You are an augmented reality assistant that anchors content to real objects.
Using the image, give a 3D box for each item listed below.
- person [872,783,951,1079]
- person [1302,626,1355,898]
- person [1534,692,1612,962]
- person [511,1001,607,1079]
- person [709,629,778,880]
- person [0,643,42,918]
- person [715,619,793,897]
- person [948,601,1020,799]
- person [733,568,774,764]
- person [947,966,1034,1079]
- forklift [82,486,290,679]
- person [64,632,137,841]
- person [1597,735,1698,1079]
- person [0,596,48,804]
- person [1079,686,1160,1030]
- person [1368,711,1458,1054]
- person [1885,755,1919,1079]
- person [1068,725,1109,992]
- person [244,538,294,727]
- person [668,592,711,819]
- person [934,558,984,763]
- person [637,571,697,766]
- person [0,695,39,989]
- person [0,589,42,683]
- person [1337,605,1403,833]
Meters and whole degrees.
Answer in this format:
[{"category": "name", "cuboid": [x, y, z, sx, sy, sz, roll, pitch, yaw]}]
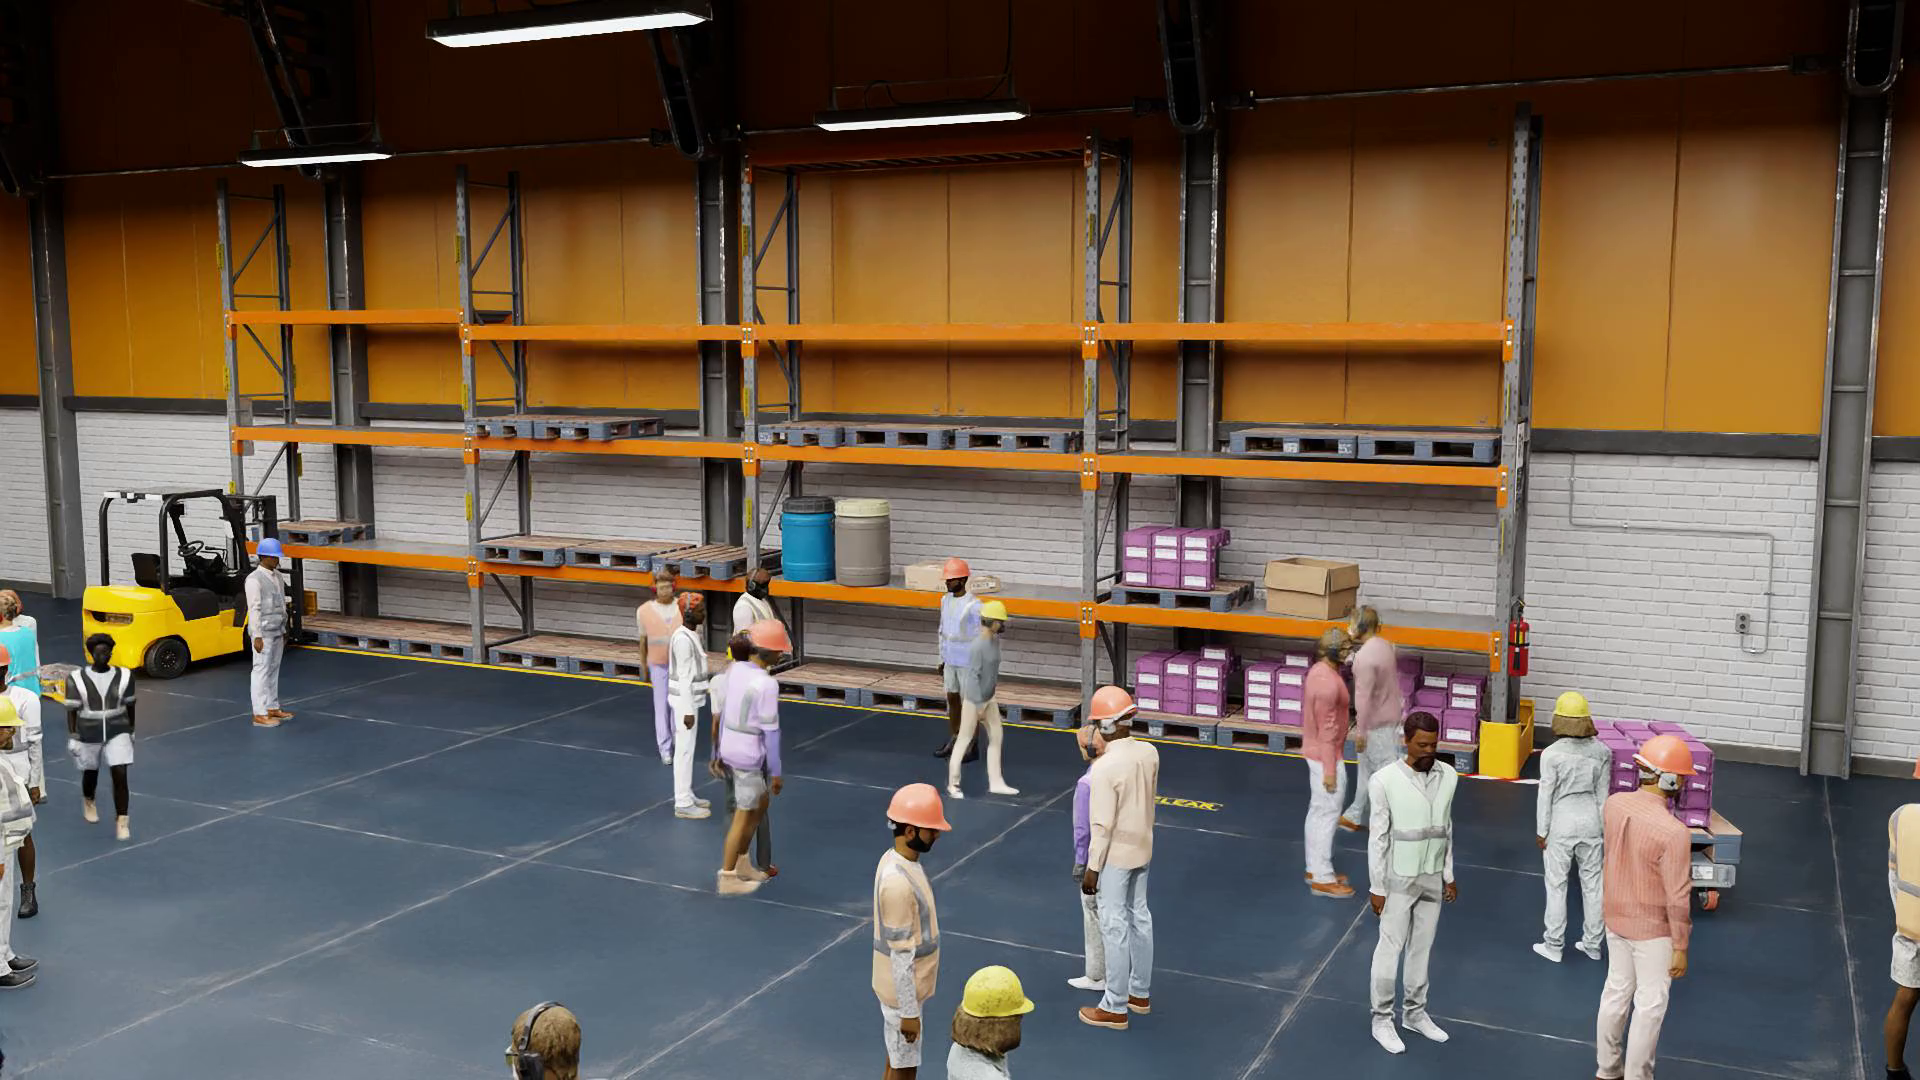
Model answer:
[{"category": "person", "cuboid": [-0.226, 2.085, 7.778, 0.370, 1.932, 0.543, 0, 7, -2]}, {"category": "person", "cuboid": [2.645, 1.576, 11.960, 0.368, 1.937, 0.640, 1, 7, 8]}, {"category": "person", "cuboid": [3.915, 1.834, 10.679, 0.486, 1.737, 0.318, -1, 7, -8]}, {"category": "person", "cuboid": [-1.252, 2.398, 5.237, 0.386, 1.927, 0.636, 2, 7, 20]}, {"category": "person", "cuboid": [-1.572, 1.582, 12.190, 0.513, 1.872, 0.328, 0, 7, 0]}, {"category": "person", "cuboid": [-6.592, 1.642, 11.411, 0.545, 1.939, 0.354, -2, 7, -16]}, {"category": "person", "cuboid": [-1.483, 1.556, 11.882, 0.604, 1.999, 0.633, -4, 8, -31]}, {"category": "person", "cuboid": [0.171, 1.384, 14.445, 0.612, 1.732, 0.542, 3, 8, 26]}, {"category": "person", "cuboid": [-1.912, 1.176, 15.683, 0.430, 1.838, 0.619, 1, 7, 7]}, {"category": "person", "cuboid": [0.103, 2.389, 6.035, 0.324, 1.743, 0.490, -2, 7, -17]}, {"category": "forklift", "cuboid": [-9.426, 0.454, 20.179, 1.214, 2.155, 2.313, 3, 8, 26]}, {"category": "person", "cuboid": [-6.911, 1.536, 13.385, 0.526, 1.668, 0.800, -4, 8, -32]}, {"category": "person", "cuboid": [3.535, 1.971, 8.544, 0.409, 1.980, 0.622, -2, 7, -15]}, {"category": "person", "cuboid": [-7.968, 1.376, 14.019, 0.378, 1.837, 0.566, 1, 7, 5]}, {"category": "person", "cuboid": [0.913, 1.829, 9.670, 0.393, 1.986, 0.610, 5, 9, 38]}, {"category": "person", "cuboid": [2.545, 1.897, 9.385, 0.599, 1.916, 0.375, -4, 8, -27]}, {"category": "person", "cuboid": [4.987, 1.991, 8.511, 0.347, 1.943, 0.545, -1, 7, -8]}, {"category": "person", "cuboid": [0.853, 1.941, 10.211, 0.316, 1.629, 0.509, 4, 8, 28]}, {"category": "person", "cuboid": [-7.128, 0.942, 17.170, 0.406, 1.941, 0.614, 0, 7, 3]}, {"category": "person", "cuboid": [-2.261, 1.368, 13.900, 0.349, 1.882, 0.577, -1, 7, -6]}, {"category": "person", "cuboid": [-0.020, 1.129, 15.652, 0.375, 1.935, 0.550, -6, 9, -43]}, {"category": "person", "cuboid": [-2.783, 1.170, 15.814, 0.569, 1.820, 0.806, -2, 7, -17]}, {"category": "person", "cuboid": [-5.908, 1.850, 10.206, 0.403, 1.817, 0.601, -4, 8, -29]}, {"category": "person", "cuboid": [-8.966, 1.272, 15.716, 0.508, 1.631, 0.264, -7, 10, -44]}, {"category": "person", "cuboid": [3.262, 1.468, 13.123, 0.835, 1.899, 0.648, 4, 8, 28]}]
